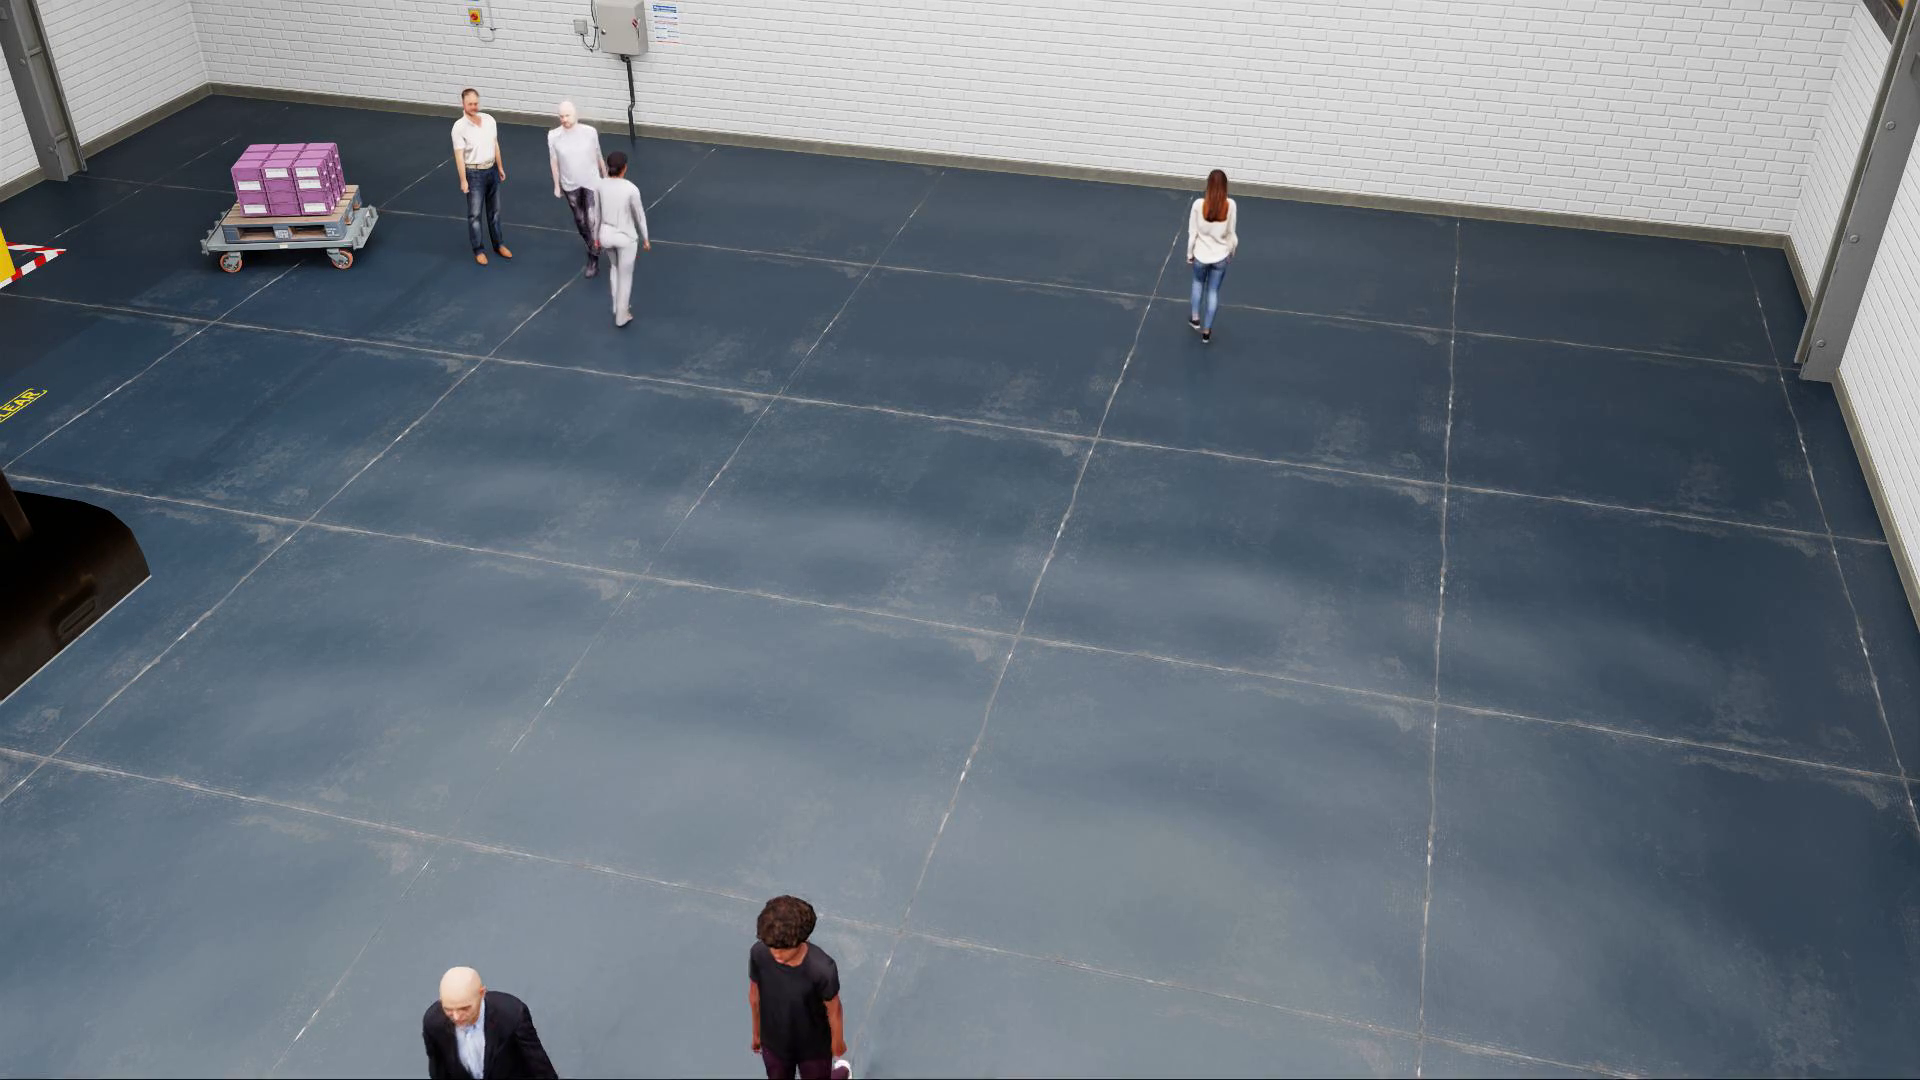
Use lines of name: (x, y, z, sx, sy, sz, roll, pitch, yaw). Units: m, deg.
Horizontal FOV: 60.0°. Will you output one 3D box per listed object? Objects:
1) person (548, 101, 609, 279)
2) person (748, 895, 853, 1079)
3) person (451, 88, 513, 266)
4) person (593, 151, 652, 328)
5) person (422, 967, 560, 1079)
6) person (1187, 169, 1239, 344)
person: (-3.917, -3.714, 17.293, 0.993, 1.781, 1.310, -5, 34, -8)
person: (-0.768, 2.350, 8.184, 0.666, 1.765, 0.846, 12, 36, 18)
person: (-5.021, -3.839, 17.418, 0.699, 1.851, 0.808, -26, 41, -33)
person: (-3.334, -2.871, 16.088, 0.680, 1.711, 0.663, 9, 35, 14)
person: (-2.175, 2.555, 7.859, 0.853, 1.784, 0.889, 0, 34, 0)
person: (2.393, -2.661, 15.803, 0.651, 1.677, 0.677, 5, 34, 8)
